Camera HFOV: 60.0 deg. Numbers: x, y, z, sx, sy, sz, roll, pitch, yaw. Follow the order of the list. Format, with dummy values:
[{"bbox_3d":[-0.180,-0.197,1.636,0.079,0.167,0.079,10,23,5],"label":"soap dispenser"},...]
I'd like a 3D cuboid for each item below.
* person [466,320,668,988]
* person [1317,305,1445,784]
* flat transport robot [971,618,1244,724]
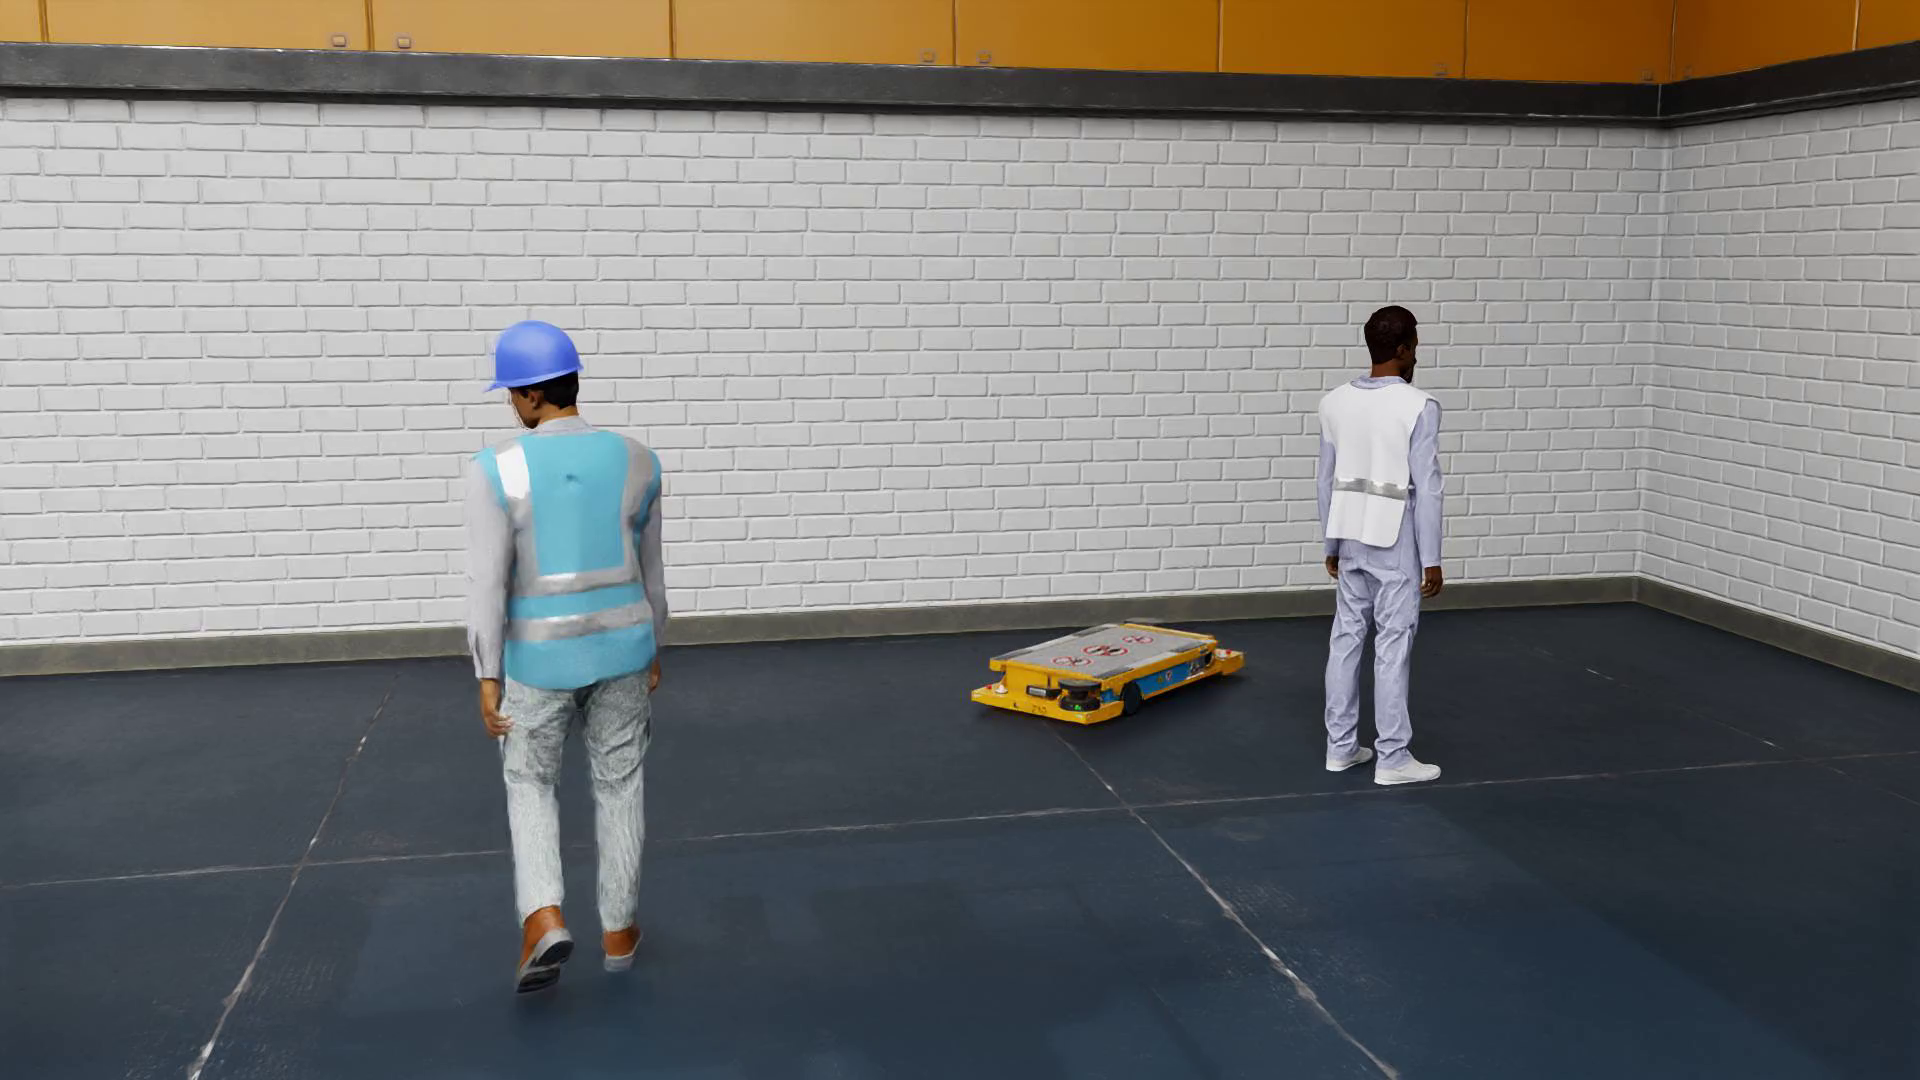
[{"bbox_3d":[-1.100,0.337,4.787,0.598,1.925,0.545,-4,10,-24],"label":"person"},{"bbox_3d":[1.685,0.023,6.707,0.391,1.920,0.587,-7,12,-36],"label":"person"},{"bbox_3d":[0.747,0.615,8.108,0.652,0.197,1.431,7,12,38],"label":"flat transport robot"}]
